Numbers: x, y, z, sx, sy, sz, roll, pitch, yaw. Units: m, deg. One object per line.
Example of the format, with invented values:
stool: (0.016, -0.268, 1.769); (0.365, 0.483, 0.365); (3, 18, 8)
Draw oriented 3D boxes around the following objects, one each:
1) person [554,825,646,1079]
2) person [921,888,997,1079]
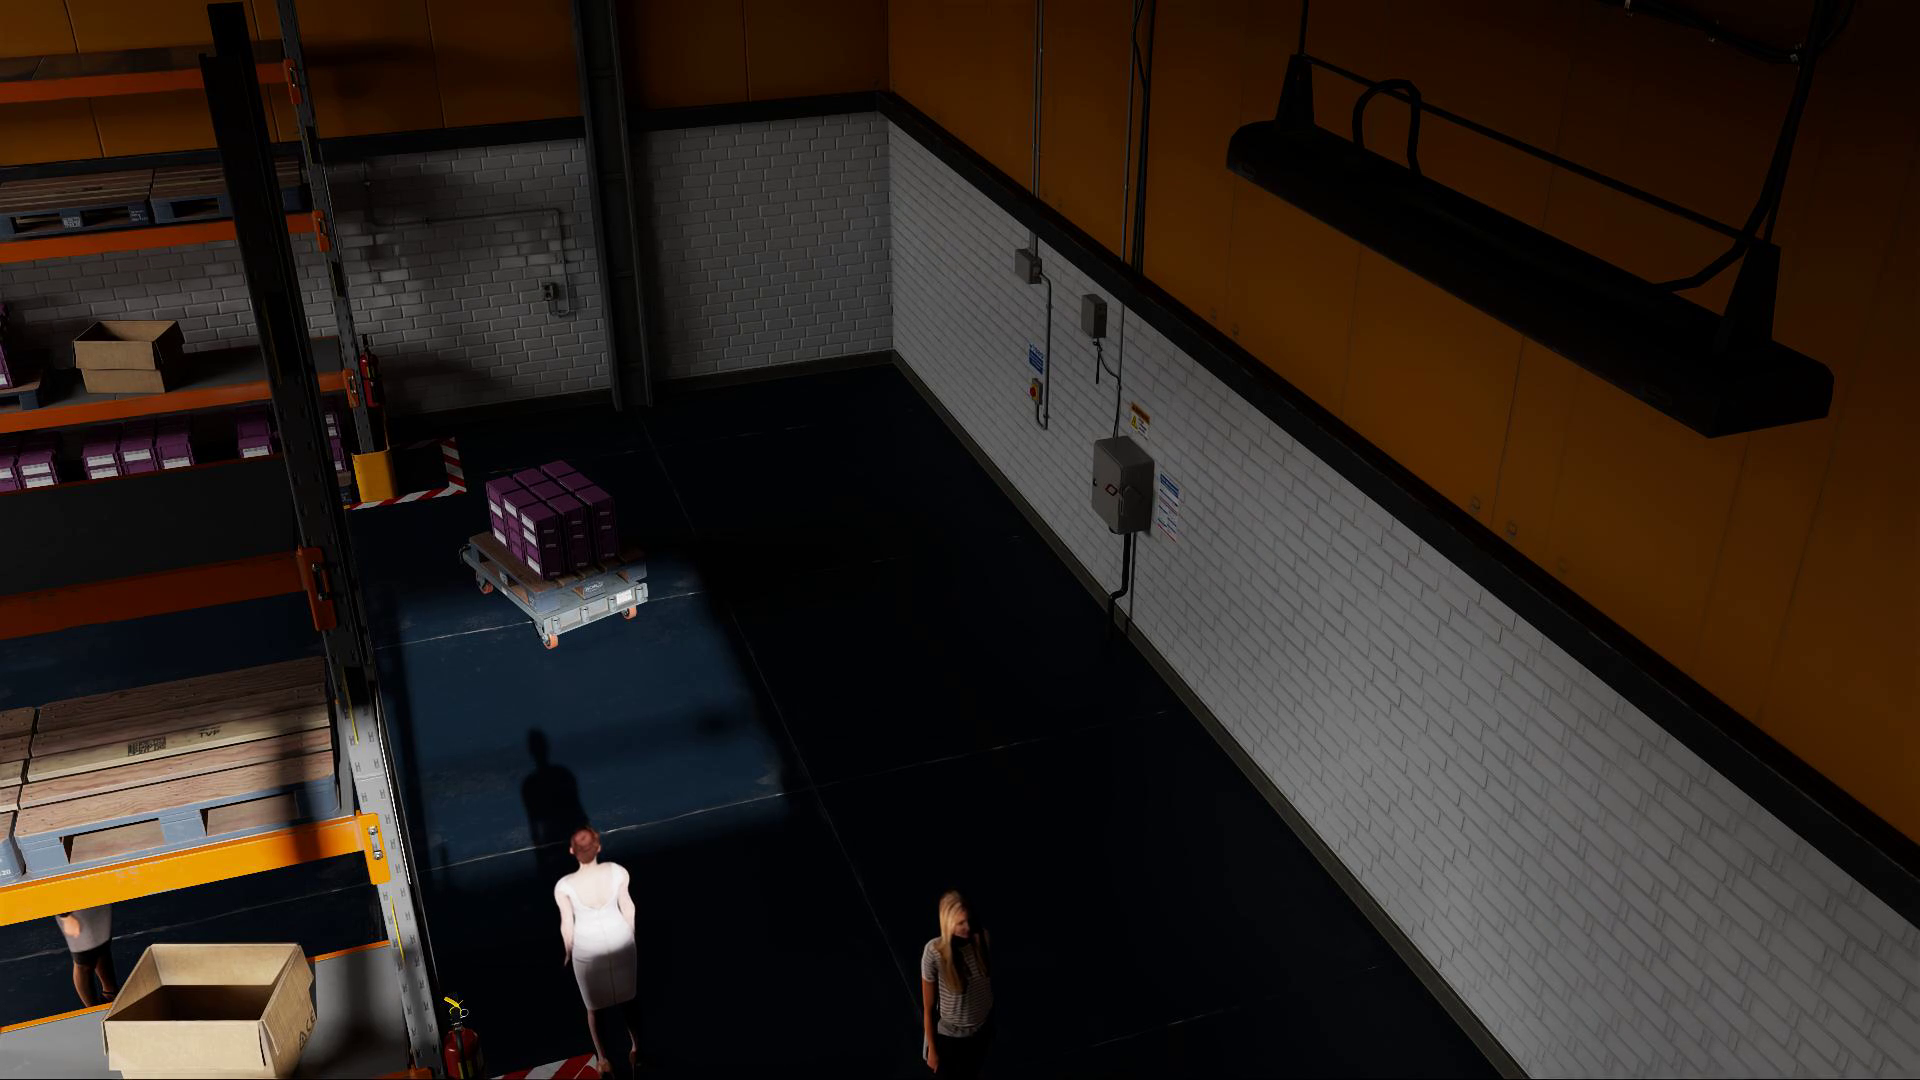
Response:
person: (-1.958, 2.267, 9.108); (0.412, 1.791, 0.633); (-10, 30, -18)
person: (-0.022, 2.530, 8.588); (0.588, 1.827, 0.726); (-23, 36, -36)
